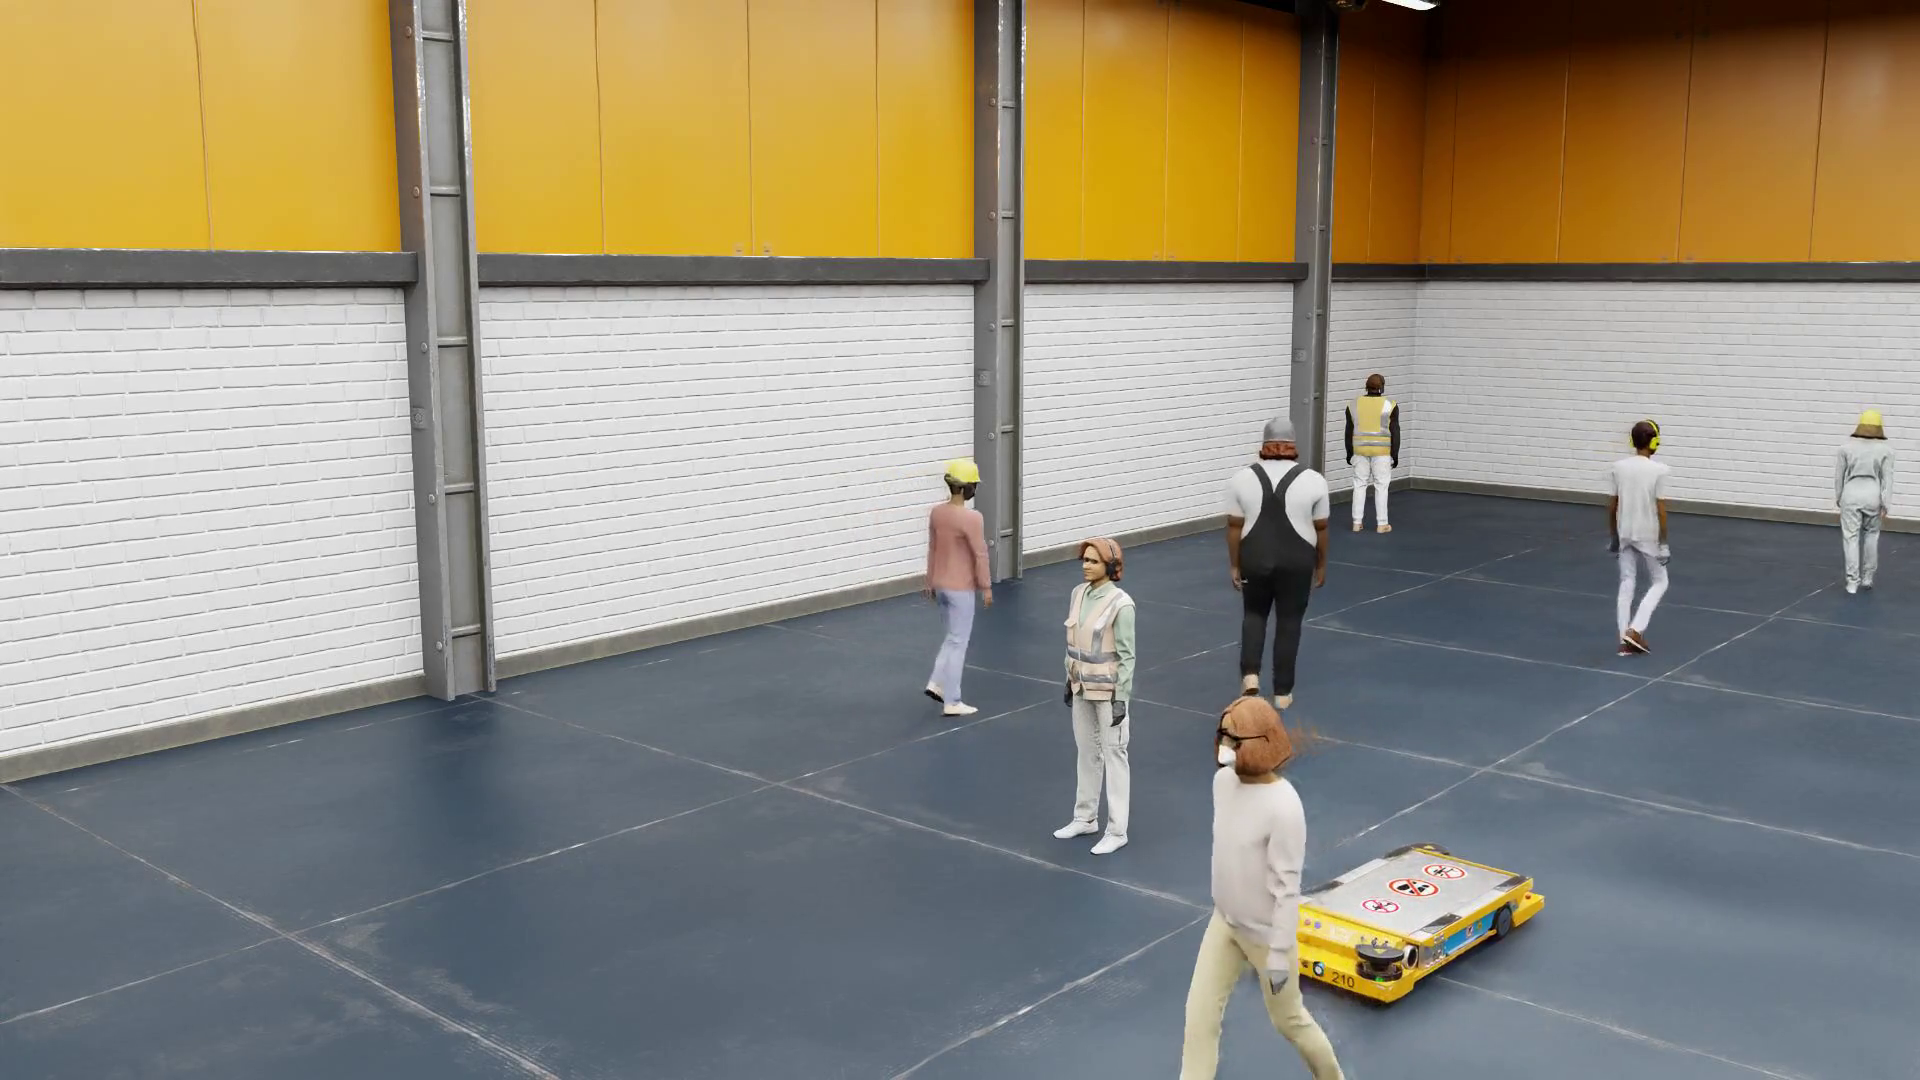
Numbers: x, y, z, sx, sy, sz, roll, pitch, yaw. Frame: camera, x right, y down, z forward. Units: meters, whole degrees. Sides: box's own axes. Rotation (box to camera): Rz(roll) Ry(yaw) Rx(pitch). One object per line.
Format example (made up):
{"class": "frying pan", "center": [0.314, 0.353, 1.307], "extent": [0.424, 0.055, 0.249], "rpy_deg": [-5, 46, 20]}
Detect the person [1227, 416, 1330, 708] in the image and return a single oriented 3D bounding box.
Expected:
{"class": "person", "center": [2.208, 0.138, 11.494], "extent": [0.680, 2.000, 0.541], "rpy_deg": [3, 10, 19]}

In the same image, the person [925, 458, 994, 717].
{"class": "person", "center": [-0.006, 0.325, 11.239], "extent": [0.388, 1.756, 0.540], "rpy_deg": [-6, 11, -34]}

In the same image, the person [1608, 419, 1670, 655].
{"class": "person", "center": [5.322, -0.009, 12.990], "extent": [0.385, 1.855, 0.547], "rpy_deg": [-6, 11, -35]}

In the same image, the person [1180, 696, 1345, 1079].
{"class": "person", "center": [1.006, 1.299, 5.598], "extent": [0.833, 1.593, 0.510], "rpy_deg": [-4, 10, -25]}

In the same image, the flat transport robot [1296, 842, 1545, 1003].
{"class": "flat transport robot", "center": [1.988, 1.667, 7.429], "extent": [0.652, 0.197, 1.431], "rpy_deg": [9, 12, 43]}

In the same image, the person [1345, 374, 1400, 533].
{"class": "person", "center": [4.786, -1.005, 19.290], "extent": [0.636, 1.842, 0.429], "rpy_deg": [5, 10, 27]}

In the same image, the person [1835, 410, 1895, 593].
{"class": "person", "center": [8.558, -0.380, 15.787], "extent": [0.492, 1.709, 0.778], "rpy_deg": [5, 10, 27]}

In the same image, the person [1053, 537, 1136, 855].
{"class": "person", "center": [0.718, 0.793, 8.619], "extent": [0.309, 1.645, 0.514], "rpy_deg": [-6, 11, -33]}
